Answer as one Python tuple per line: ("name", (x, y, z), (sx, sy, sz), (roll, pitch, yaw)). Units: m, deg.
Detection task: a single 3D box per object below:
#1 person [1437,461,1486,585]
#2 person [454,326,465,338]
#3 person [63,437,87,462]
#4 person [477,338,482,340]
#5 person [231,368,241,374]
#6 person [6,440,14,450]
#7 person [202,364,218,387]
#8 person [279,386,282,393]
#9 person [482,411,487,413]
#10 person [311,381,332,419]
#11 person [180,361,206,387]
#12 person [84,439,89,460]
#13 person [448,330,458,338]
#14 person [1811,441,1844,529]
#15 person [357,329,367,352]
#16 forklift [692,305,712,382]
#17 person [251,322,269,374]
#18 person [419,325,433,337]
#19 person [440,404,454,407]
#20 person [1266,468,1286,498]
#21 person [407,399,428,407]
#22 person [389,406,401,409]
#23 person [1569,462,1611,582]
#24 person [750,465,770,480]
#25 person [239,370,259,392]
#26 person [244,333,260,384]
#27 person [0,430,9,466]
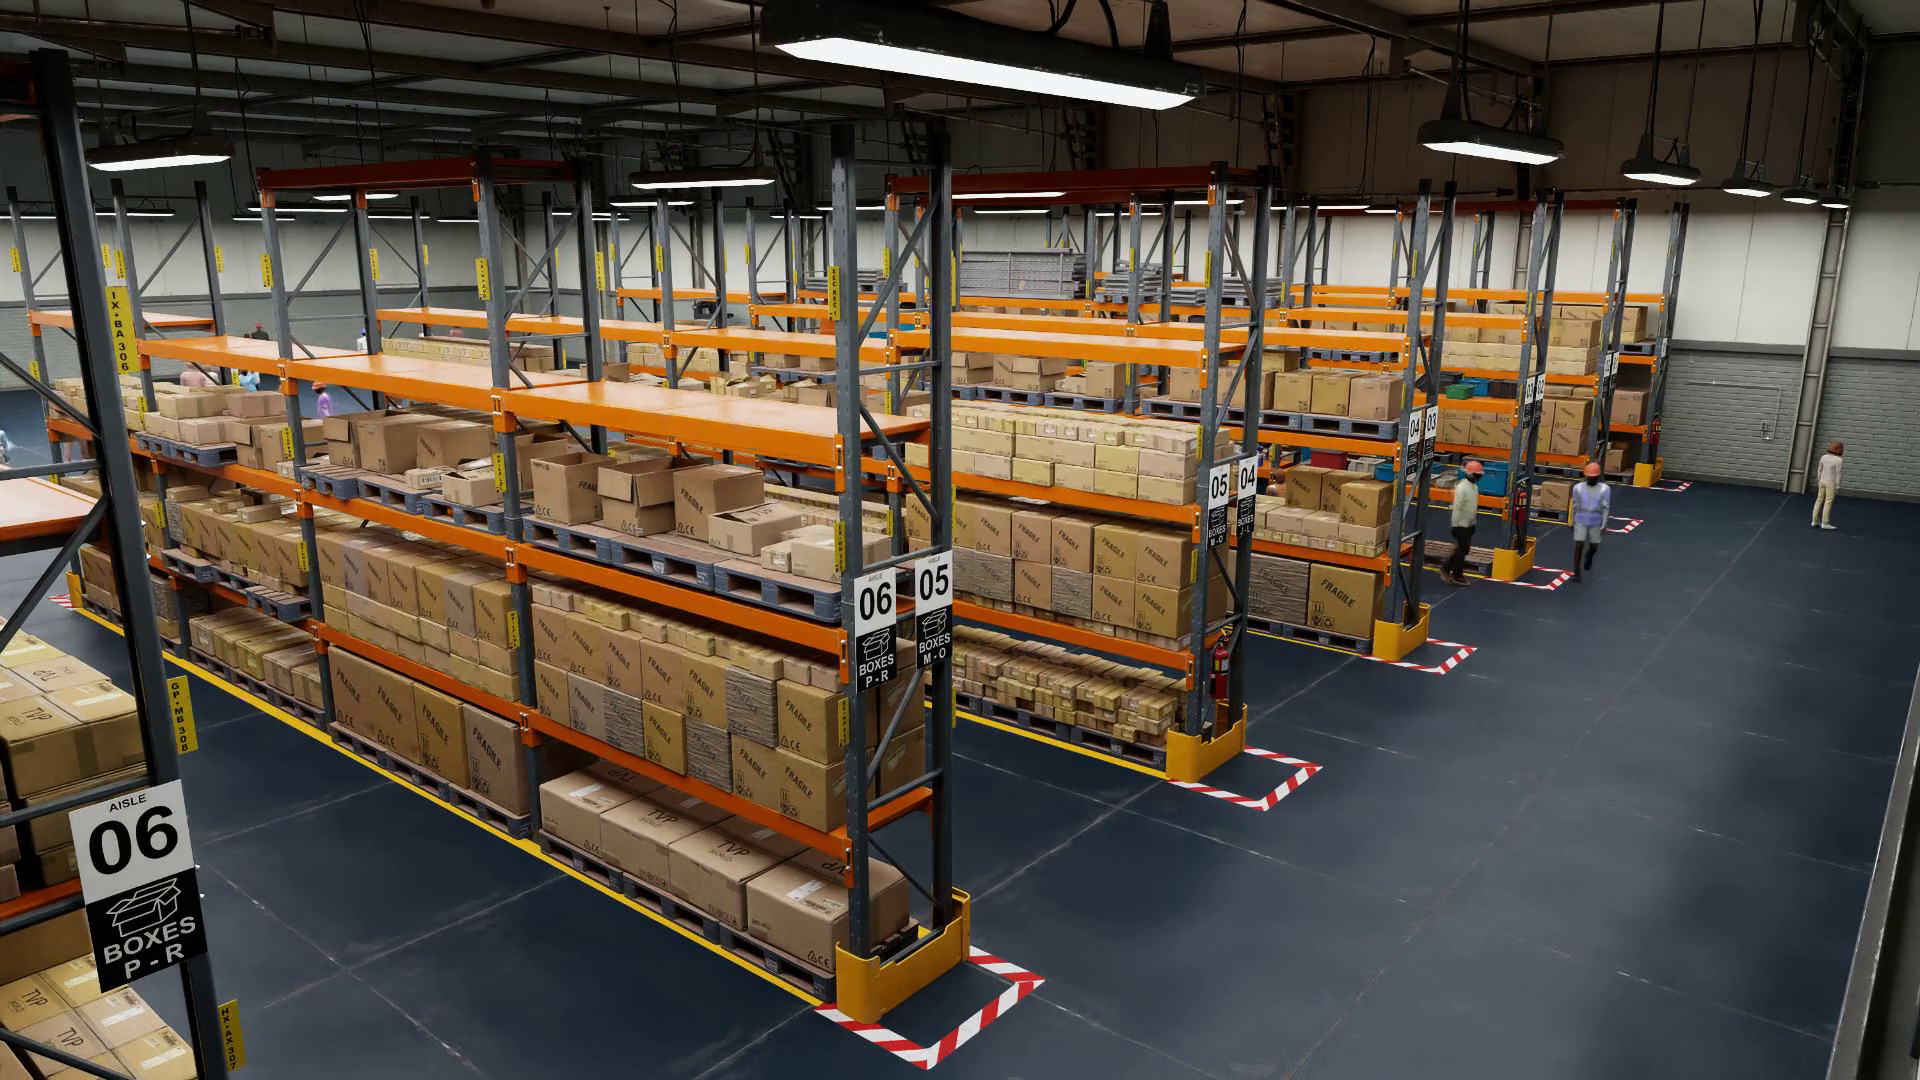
("person", (7.828, -0.252, 19.519), (0.658, 1.984, 0.456), (-13, 19, -43))
("person", (-21.126, -8.265, 53.042), (0.555, 1.773, 0.520), (-4, 14, -14))
("person", (-20.843, -2.644, 29.628), (0.649, 1.858, 0.943), (-5, 15, -20))
("person", (-16.455, -6.002, 43.354), (0.480, 1.898, 0.637), (6, 15, 24))
("person", (-24.537, -5.776, 42.504), (0.311, 1.865, 0.533), (10, 17, 37))
("person", (-24.254, -3.041, 31.345), (0.943, 1.829, 0.532), (-13, 19, -43))
("person", (-22.339, -4.424, 37.441), (0.678, 1.613, 0.537), (13, 19, 42))
("person", (-16.137, -2.769, 30.023), (0.717, 1.918, 0.564), (-1, 14, -4))
("person", (-11.234, -2.757, 30.086), (1.039, 1.872, 0.605), (-8, 16, -29))
("person", (-15.605, -3.019, 31.119), (0.862, 1.895, 0.546), (-5, 15, -20))
("person", (-21.653, -4.113, 35.625), (0.762, 1.880, 0.649), (9, 16, 32))
("person", (-17.830, -1.868, 26.175), (0.573, 1.980, 0.640), (7, 16, 28))
("person", (-18.839, -6.899, 47.066), (0.506, 1.889, 0.668), (0, 14, 1))
("person", (16.202, -1.030, 23.462), (0.280, 1.631, 0.504), (-2, 14, -6))
("person", (-22.127, -6.902, 46.961), (0.615, 1.945, 0.406), (-9, 16, -33))
("forklift", (-9.511, -7.392, 47.124), (1.873, 2.768, 1.129), (11, 17, 38))
("person", (-27.588, -7.584, 49.695), (0.626, 1.995, 0.444), (-10, 17, -35))
("person", (-21.515, -7.778, 50.801), (0.403, 1.835, 0.588), (13, 19, 42))
("person", (-13.347, -3.480, 33.069), (0.587, 1.860, 0.586), (-2, 14, -7))
("person", (5.244, -0.382, 20.788), (0.521, 1.636, 0.311), (-5, 15, -21))
("person", (-14.220, -3.439, 33.009), (0.533, 1.803, 0.918), (-9, 16, -32))
("person", (-16.620, -4.418, 36.764), (0.627, 1.941, 0.370), (-8, 16, -29))
("person", (9.952, -0.315, 19.941), (0.562, 1.912, 0.675), (7, 15, 25))
("person", (-4.000, -1.677, 25.670), (0.437, 1.849, 0.536), (10, 17, 36))
("person", (-20.991, -4.378, 37.276), (0.511, 1.621, 0.990), (2, 14, 10))
("person", (-25.988, -6.635, 46.084), (0.621, 1.845, 0.429), (-10, 17, -34))
("person", (-20.298, -1.753, 26.479), (0.537, 1.613, 0.635), (-3, 14, -11))
